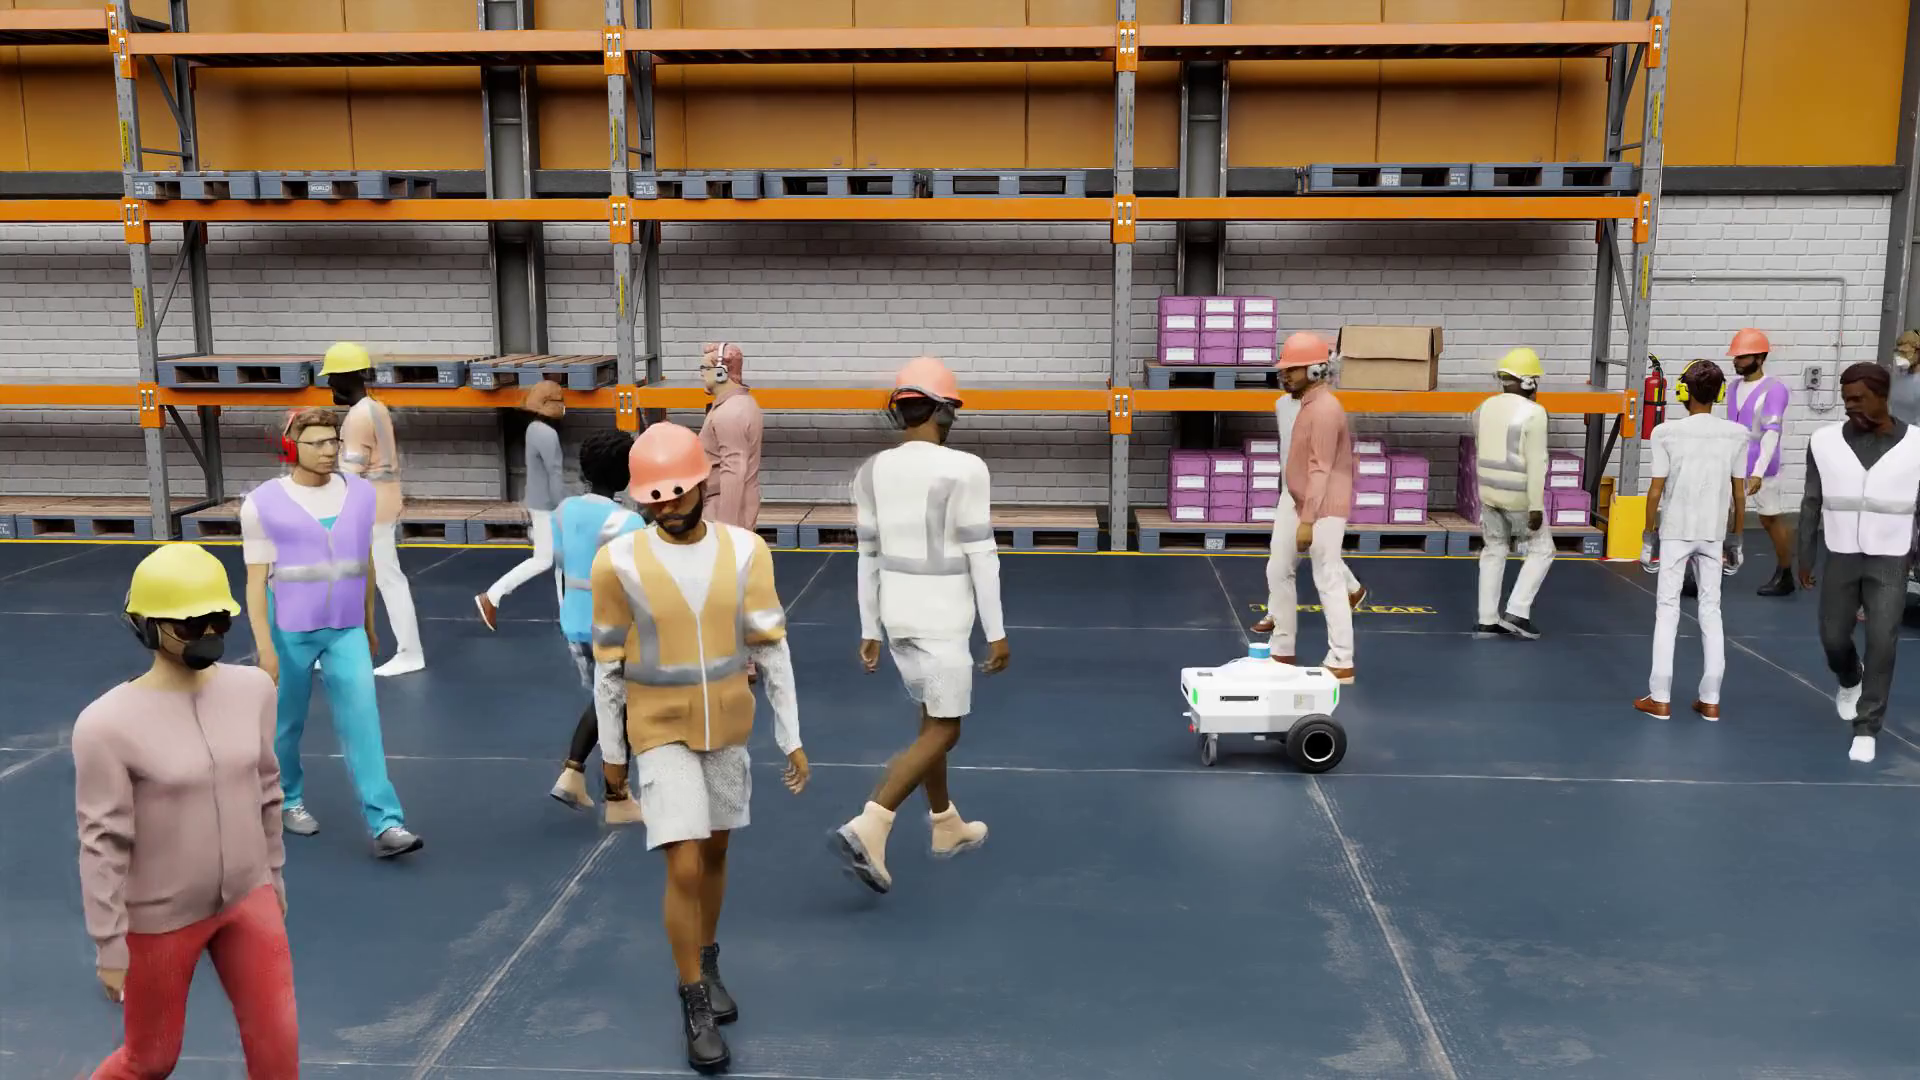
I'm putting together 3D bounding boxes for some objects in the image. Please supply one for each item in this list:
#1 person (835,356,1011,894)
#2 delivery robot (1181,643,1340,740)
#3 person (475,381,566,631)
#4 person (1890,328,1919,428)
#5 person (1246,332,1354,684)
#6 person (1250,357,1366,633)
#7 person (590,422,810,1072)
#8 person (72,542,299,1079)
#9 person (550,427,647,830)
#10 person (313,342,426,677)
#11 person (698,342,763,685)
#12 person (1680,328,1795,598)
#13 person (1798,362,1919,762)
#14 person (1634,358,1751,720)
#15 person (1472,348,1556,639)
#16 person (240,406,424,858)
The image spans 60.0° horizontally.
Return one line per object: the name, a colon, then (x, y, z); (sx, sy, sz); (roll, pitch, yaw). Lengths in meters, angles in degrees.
person: (-0.190, 0.319, 6.312); (0.652, 2.004, 0.891); (8, 13, 40)
delivery robot: (1.404, 0.730, 7.834); (0.707, 0.478, 0.477); (0, 10, -1)
person: (-2.688, -0.208, 10.519); (0.730, 1.601, 0.490); (-4, 10, -21)
person: (6.777, -0.555, 11.759); (0.910, 1.892, 0.645); (0, 10, 1)
person: (1.865, -0.162, 9.206); (0.771, 1.960, 0.649); (0, 10, 2)
person: (2.253, -0.331, 10.624); (0.868, 1.826, 0.552); (-7, 12, -35)
person: (-0.754, 0.597, 4.941); (0.582, 1.896, 0.764); (-5, 11, -28)
person: (-1.877, 0.850, 3.972); (0.790, 1.742, 0.532); (6, 11, 30)
person: (-1.441, 0.376, 6.858); (0.557, 1.684, 0.358); (8, 13, 40)
person: (-3.422, -0.149, 9.313); (0.797, 1.894, 0.608); (-3, 10, -18)
person: (-1.303, -0.143, 9.269); (0.407, 1.906, 0.654); (0, 10, -1)
person: (5.466, -0.517, 11.535); (0.986, 1.891, 0.561); (-3, 10, -17)
person: (4.389, 0.077, 8.040); (0.619, 1.888, 0.687); (7, 12, 37)
person: (3.765, 0.004, 8.551); (0.509, 1.860, 0.317); (1, 10, 4)
person: (3.440, -0.276, 10.303); (0.470, 1.814, 0.617); (-4, 11, -24)
person: (-2.531, 0.367, 6.611); (0.993, 1.790, 0.586); (8, 13, 41)
